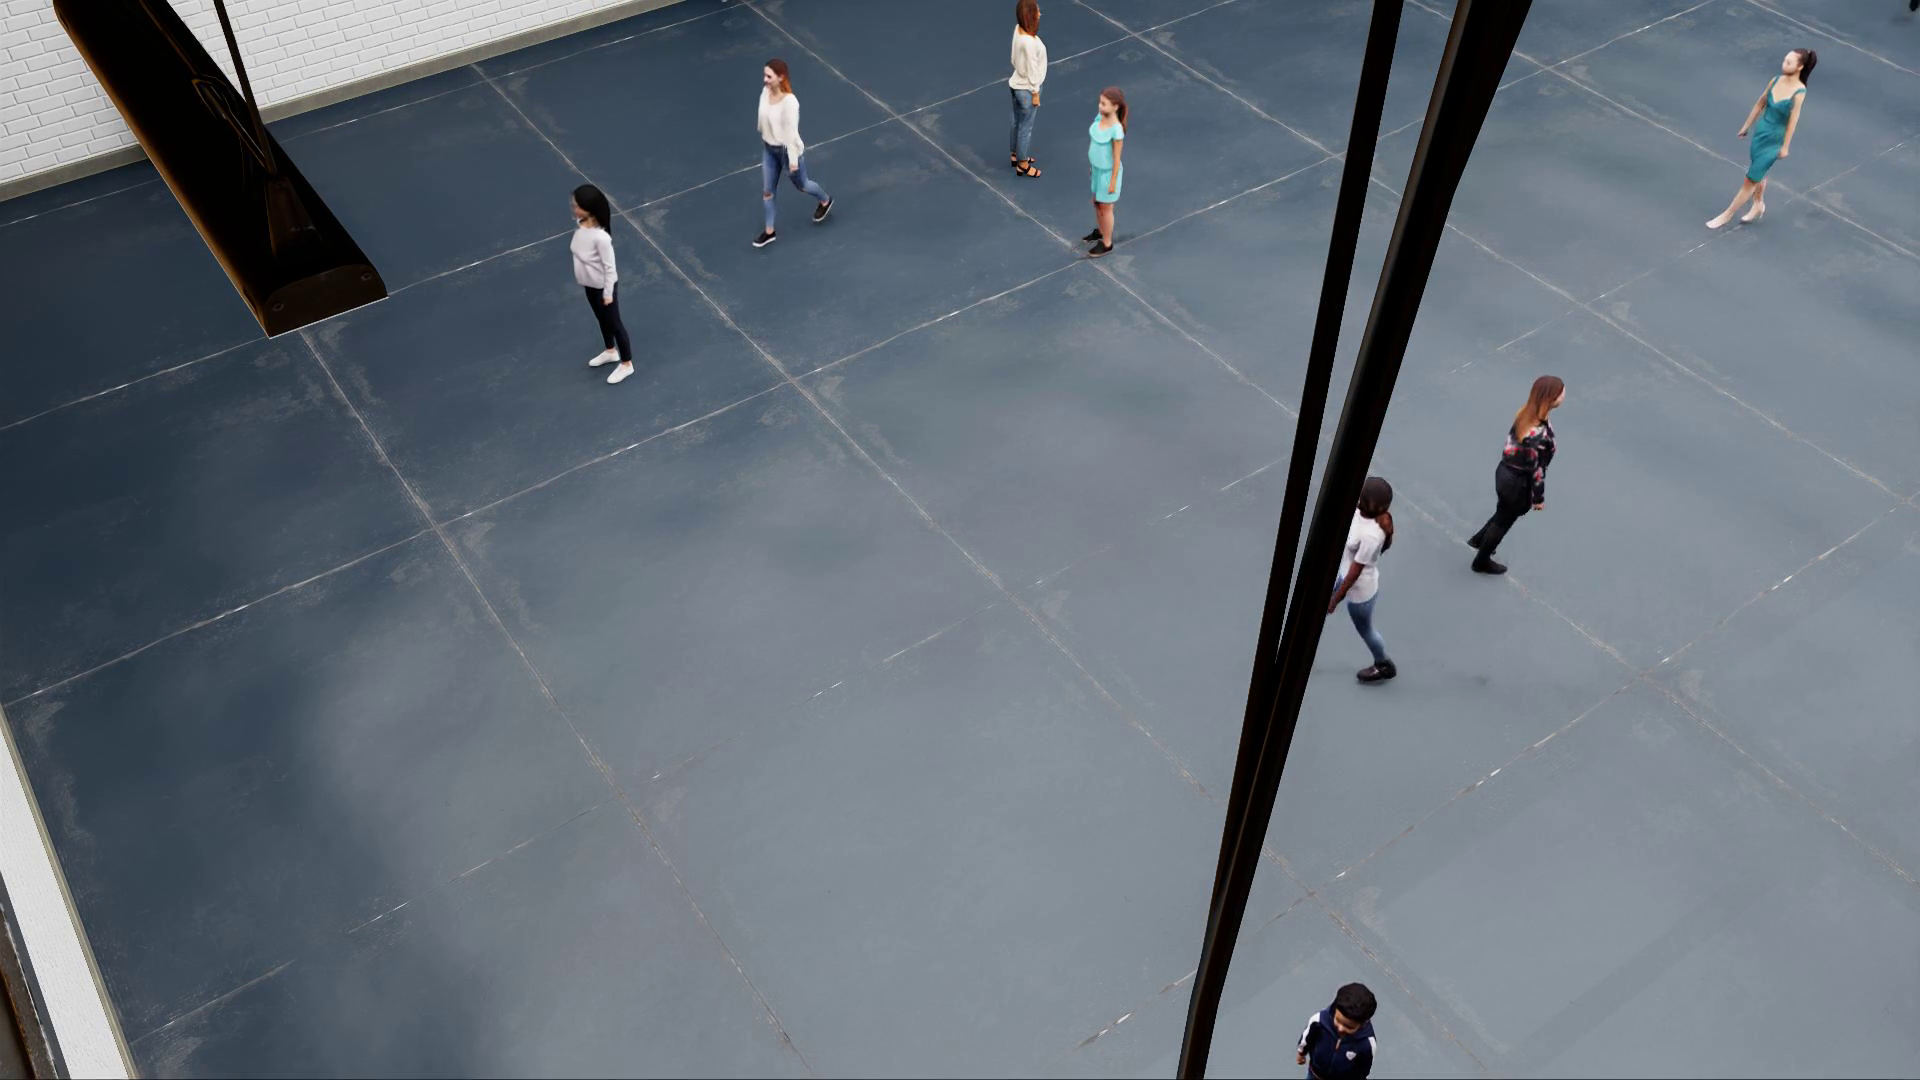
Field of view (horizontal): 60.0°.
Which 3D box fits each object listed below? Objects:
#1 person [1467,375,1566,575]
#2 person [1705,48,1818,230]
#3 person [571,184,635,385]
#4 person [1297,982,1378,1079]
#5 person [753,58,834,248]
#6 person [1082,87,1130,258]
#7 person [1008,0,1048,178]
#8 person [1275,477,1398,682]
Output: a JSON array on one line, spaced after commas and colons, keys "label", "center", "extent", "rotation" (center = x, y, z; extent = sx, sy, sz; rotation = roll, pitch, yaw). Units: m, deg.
[{"label": "person", "center": [3.659, -0.424, 11.203], "extent": [0.770, 1.672, 0.709], "rotation": [8, 44, 8]}, {"label": "person", "center": [7.059, -3.466, 14.399], "extent": [0.948, 1.666, 0.756], "rotation": [-12, 45, -13]}, {"label": "person", "center": [-2.769, -1.996, 12.831], "extent": [0.570, 1.701, 0.623], "rotation": [-29, 51, -27]}, {"label": "person", "center": [1.880, 2.618, 8.337], "extent": [0.585, 1.220, 0.593], "rotation": [24, 48, 23]}, {"label": "person", "center": [-1.449, -3.350, 14.282], "extent": [1.133, 1.661, 0.725], "rotation": [-34, 53, -30]}, {"label": "person", "center": [1.254, -3.150, 14.146], "extent": [0.616, 1.559, 0.604], "rotation": [-14, 45, -14]}, {"label": "person", "center": [0.587, -4.103, 15.057], "extent": [0.663, 1.682, 0.683], "rotation": [-9, 44, -9]}, {"label": "person", "center": [2.552, 0.309, 10.430], "extent": [1.183, 1.676, 1.006], "rotation": [0, 44, 0]}]
